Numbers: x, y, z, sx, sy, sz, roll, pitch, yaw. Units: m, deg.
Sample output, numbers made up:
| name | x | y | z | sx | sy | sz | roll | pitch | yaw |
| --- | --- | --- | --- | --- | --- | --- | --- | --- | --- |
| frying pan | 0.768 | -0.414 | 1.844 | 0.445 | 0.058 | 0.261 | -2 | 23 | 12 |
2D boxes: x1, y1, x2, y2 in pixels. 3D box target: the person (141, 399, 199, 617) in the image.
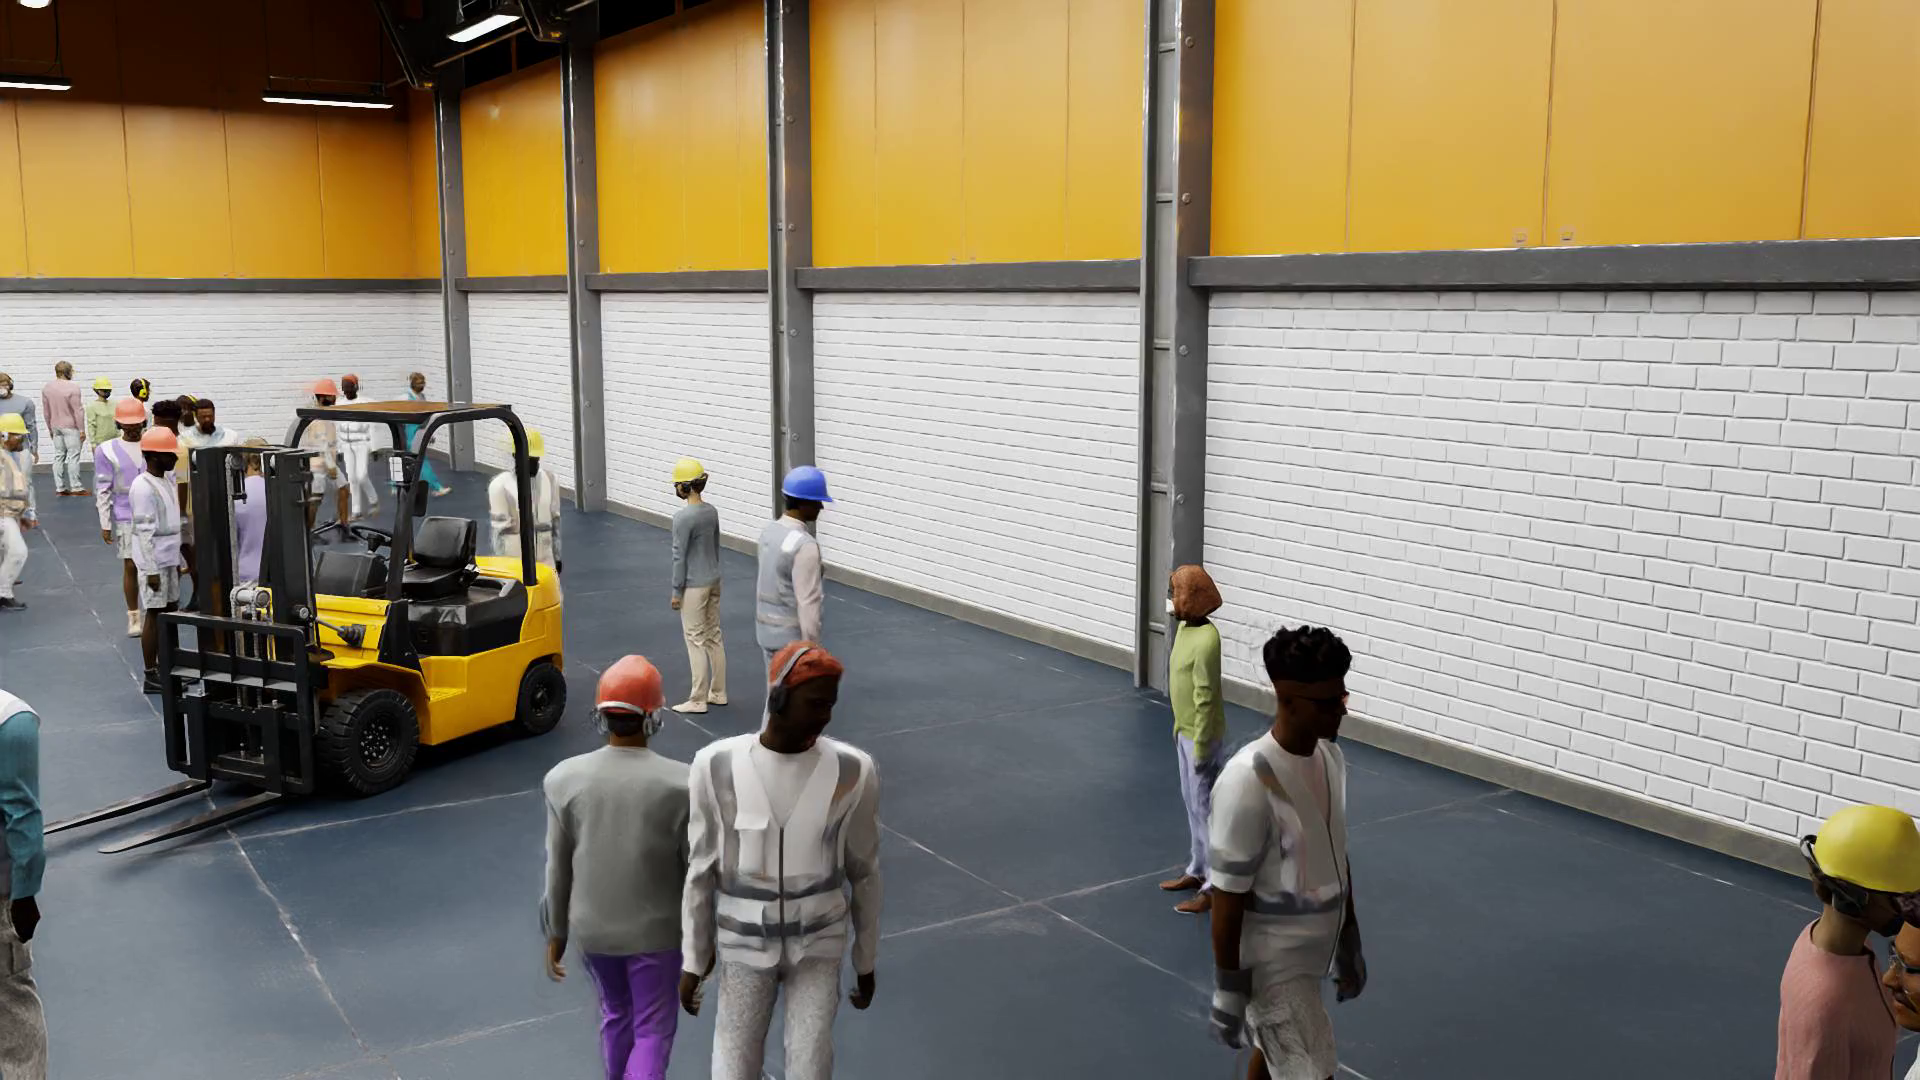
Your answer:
| name | x | y | z | sx | sy | sz | roll | pitch | yaw |
| --- | --- | --- | --- | --- | --- | --- | --- | --- | --- |
| person | -7.014 | -0.272 | 14.747 | 0.602 | 1.947 | 0.637 | -2 | 9 | -16 |

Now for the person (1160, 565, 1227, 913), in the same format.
| name | x | y | z | sx | sy | sz | roll | pitch | yaw |
| --- | --- | --- | --- | --- | --- | --- | --- | --- | --- |
| person | 1.097 | 0.921 | 7.799 | 0.287 | 1.626 | 0.496 | -1 | 8 | -5 |

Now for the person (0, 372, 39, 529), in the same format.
| name | x | y | z | sx | sy | sz | roll | pitch | yaw |
| --- | --- | --- | --- | --- | --- | --- | --- | --- | --- |
| person | -11.577 | -1.076 | 20.255 | 0.636 | 1.928 | 0.384 | -4 | 9 | -27 |

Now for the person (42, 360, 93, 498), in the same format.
| name | x | y | z | sx | sy | sz | roll | pitch | yaw |
| --- | --- | --- | --- | --- | --- | --- | --- | --- | --- |
| person | -12.587 | -1.555 | 23.431 | 0.637 | 1.936 | 0.355 | 3 | 9 | 17 |

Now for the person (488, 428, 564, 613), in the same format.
| name | x | y | z | sx | sy | sz | roll | pitch | yaw |
| --- | --- | --- | --- | --- | --- | --- | --- | --- | --- |
| person | -3.175 | 0.119 | 12.267 | 0.608 | 1.906 | 0.458 | -8 | 12 | -44 |

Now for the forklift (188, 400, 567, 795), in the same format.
| name | x | y | z | sx | sy | sz | roll | pitch | yaw |
| --- | --- | --- | --- | --- | --- | --- | --- | --- | --- |
| forklift | -3.529 | 0.258 | 10.348 | 1.214 | 2.155 | 2.313 | 4 | 9 | 25 |

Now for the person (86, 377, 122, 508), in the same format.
| name | x | y | z | sx | sy | sz | roll | pitch | yaw |
| --- | --- | --- | --- | --- | --- | --- | --- | --- | --- |
| person | -11.450 | -1.304 | 22.314 | 0.314 | 1.769 | 0.525 | 3 | 9 | 18 |

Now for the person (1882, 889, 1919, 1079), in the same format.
| name | x | y | z | sx | sy | sz | roll | pitch | yaw |
| --- | --- | --- | --- | --- | --- | --- | --- | --- | --- |
| person | 1.735 | 1.511 | 2.991 | 0.328 | 1.872 | 0.511 | 2 | 9 | 10 |

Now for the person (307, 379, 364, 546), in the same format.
| name | x | y | z | sx | sy | sz | roll | pitch | yaw |
| --- | --- | --- | --- | --- | --- | --- | --- | --- | --- |
| person | -7.157 | -0.878 | 18.976 | 0.819 | 1.908 | 0.566 | 0 | 8 | -3 |

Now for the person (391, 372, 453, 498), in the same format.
| name | x | y | z | sx | sy | sz | roll | pitch | yaw |
| --- | --- | --- | --- | --- | --- | --- | --- | --- | --- |
| person | -7.601 | -1.464 | 23.342 | 0.933 | 1.784 | 0.605 | 1 | 8 | 5 |

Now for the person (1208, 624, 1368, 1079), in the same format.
| name | x | y | z | sx | sy | sz | roll | pitch | yaw |
| --- | --- | --- | --- | --- | --- | --- | --- | --- | --- |
| person | 1.027 | 1.206 | 4.768 | 0.659 | 1.946 | 0.625 | 6 | 10 | 35 |

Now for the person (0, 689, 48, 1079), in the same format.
| name | x | y | z | sx | sy | sz | roll | pitch | yaw |
| --- | --- | --- | --- | --- | --- | --- | --- | --- | --- |
| person | -3.282 | 1.112 | 5.455 | 0.605 | 1.939 | 0.417 | 2 | 9 | 14 |

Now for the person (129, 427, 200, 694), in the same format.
| name | x | y | z | sx | sy | sz | roll | pitch | yaw |
| --- | --- | --- | --- | --- | --- | --- | --- | --- | --- |
| person | -5.747 | 0.146 | 12.005 | 0.388 | 1.930 | 0.544 | -1 | 9 | -7 |

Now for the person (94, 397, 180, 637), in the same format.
| name | x | y | z | sx | sy | sz | roll | pitch | yaw |
| --- | --- | --- | --- | --- | --- | --- | --- | --- | --- |
| person | -6.874 | -0.190 | 13.944 | 0.618 | 2.028 | 0.409 | -6 | 10 | -34 |

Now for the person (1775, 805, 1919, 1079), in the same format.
| name | x | y | z | sx | sy | sz | roll | pitch | yaw |
| --- | --- | --- | --- | --- | --- | --- | --- | --- | --- |
| person | 1.988 | 1.449 | 3.805 | 0.354 | 1.757 | 0.524 | 6 | 10 | 34 |

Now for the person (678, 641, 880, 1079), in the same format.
| name | x | y | z | sx | sy | sz | roll | pitch | yaw |
| --- | --- | --- | --- | --- | --- | --- | --- | --- | --- |
| person | -0.538 | 1.224 | 4.989 | 0.611 | 1.850 | 0.644 | -1 | 9 | -7 |

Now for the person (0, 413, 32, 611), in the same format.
| name | x | y | z | sx | sy | sz | roll | pitch | yaw |
| --- | --- | --- | --- | --- | --- | --- | --- | --- | --- |
| person | -8.581 | -0.239 | 14.993 | 0.457 | 1.809 | 0.628 | -2 | 9 | -10 |

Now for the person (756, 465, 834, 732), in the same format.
| name | x | y | z | sx | sy | sz | roll | pitch | yaw |
| --- | --- | --- | --- | --- | --- | --- | --- | --- | --- |
| person | -0.929 | 0.539 | 9.362 | 0.426 | 1.932 | 0.623 | -5 | 10 | -29 |

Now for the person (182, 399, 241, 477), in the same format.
| name | x | y | z | sx | sy | sz | roll | pitch | yaw |
| --- | --- | --- | --- | --- | --- | --- | --- | --- | --- |
| person | -7.164 | -0.410 | 15.924 | 0.601 | 1.868 | 0.907 | -6 | 10 | -36 |

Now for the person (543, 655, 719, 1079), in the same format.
| name | x | y | z | sx | sy | sz | roll | pitch | yaw |
| --- | --- | --- | --- | --- | --- | --- | --- | --- | --- |
| person | -1.073 | 1.238 | 5.345 | 0.574 | 1.726 | 0.784 | 2 | 9 | 11 |

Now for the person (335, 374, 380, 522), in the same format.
| name | x | y | z | sx | sy | sz | roll | pitch | yaw |
| --- | --- | --- | --- | --- | --- | --- | --- | --- | --- |
| person | -7.624 | -1.165 | 21.021 | 0.609 | 1.873 | 0.448 | 3 | 9 | 17 |

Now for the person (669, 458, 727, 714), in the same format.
| name | x | y | z | sx | sy | sz | roll | pitch | yaw |
| --- | --- | --- | --- | --- | --- | --- | --- | --- | --- |
| person | -1.828 | 0.311 | 11.463 | 0.351 | 1.756 | 0.518 | 3 | 9 | 20 |
